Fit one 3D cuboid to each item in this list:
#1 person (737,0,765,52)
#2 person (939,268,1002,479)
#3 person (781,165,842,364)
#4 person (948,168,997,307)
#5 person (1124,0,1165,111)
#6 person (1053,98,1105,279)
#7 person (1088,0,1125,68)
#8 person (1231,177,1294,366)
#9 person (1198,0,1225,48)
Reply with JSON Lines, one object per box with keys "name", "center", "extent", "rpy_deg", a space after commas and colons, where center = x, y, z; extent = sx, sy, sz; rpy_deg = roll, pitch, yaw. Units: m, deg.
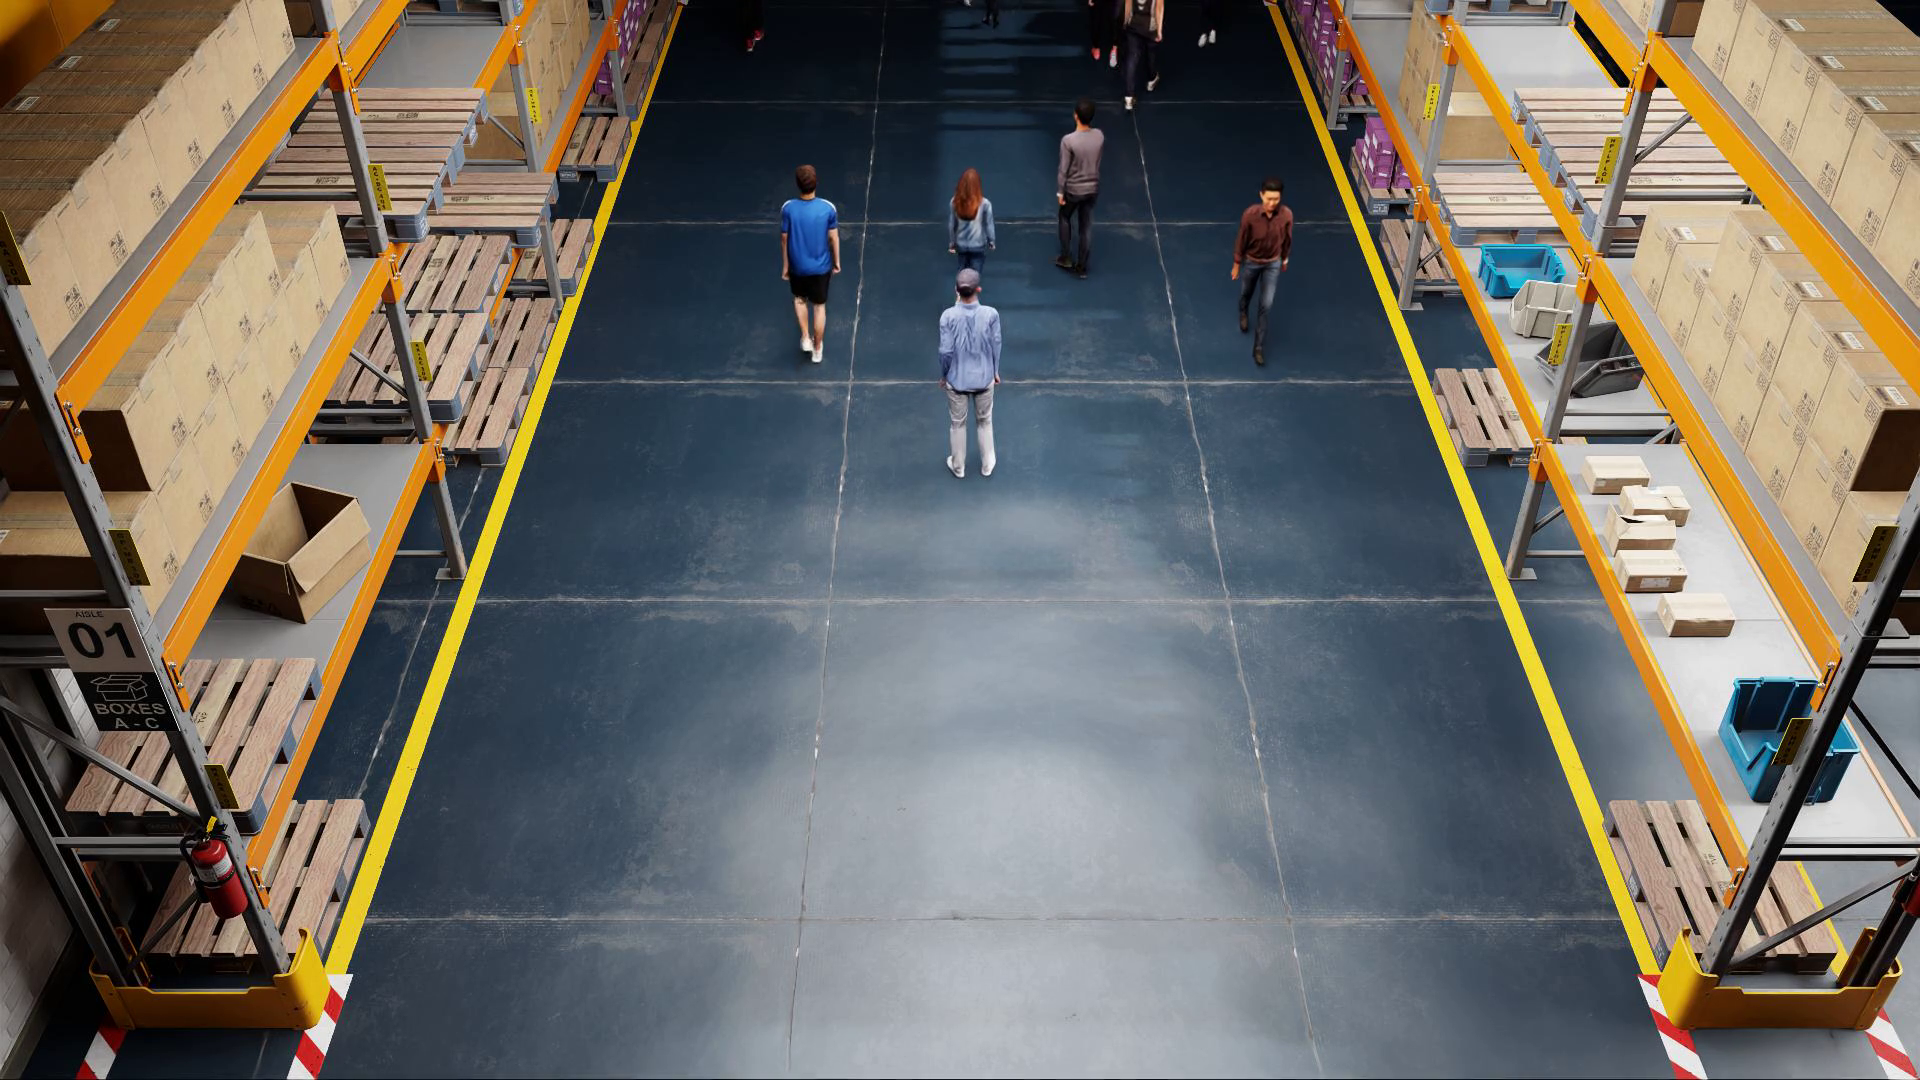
{"name": "person", "center": [-2.616, -6.790, 20.296], "extent": [0.620, 1.656, 0.795], "rpy_deg": [1, 39, 1]}
{"name": "person", "center": [0.078, -1.314, 13.254], "extent": [0.675, 1.886, 0.581], "rpy_deg": [-4, 39, -5]}
{"name": "person", "center": [-1.318, -2.381, 14.610], "extent": [0.693, 1.861, 0.635], "rpy_deg": [-3, 39, -4]}
{"name": "person", "center": [0.081, -2.702, 15.327], "extent": [0.648, 1.468, 0.662], "rpy_deg": [12, 40, 15]}
{"name": "person", "center": [2.054, -5.805, 18.913], "extent": [0.917, 1.842, 1.296], "rpy_deg": [12, 40, 14]}
{"name": "person", "center": [1.185, -3.299, 15.846], "extent": [0.756, 1.753, 0.789], "rpy_deg": [-10, 40, -12]}
{"name": "person", "center": [1.756, -6.493, 19.906], "extent": [0.652, 1.676, 1.036], "rpy_deg": [-4, 39, -4]}
{"name": "person", "center": [2.685, -2.509, 14.880], "extent": [0.700, 1.723, 1.106], "rpy_deg": [2, 39, 2]}
{"name": "person", "center": [3.200, -6.973, 20.555], "extent": [0.691, 1.618, 0.768], "rpy_deg": [9, 39, 11]}
